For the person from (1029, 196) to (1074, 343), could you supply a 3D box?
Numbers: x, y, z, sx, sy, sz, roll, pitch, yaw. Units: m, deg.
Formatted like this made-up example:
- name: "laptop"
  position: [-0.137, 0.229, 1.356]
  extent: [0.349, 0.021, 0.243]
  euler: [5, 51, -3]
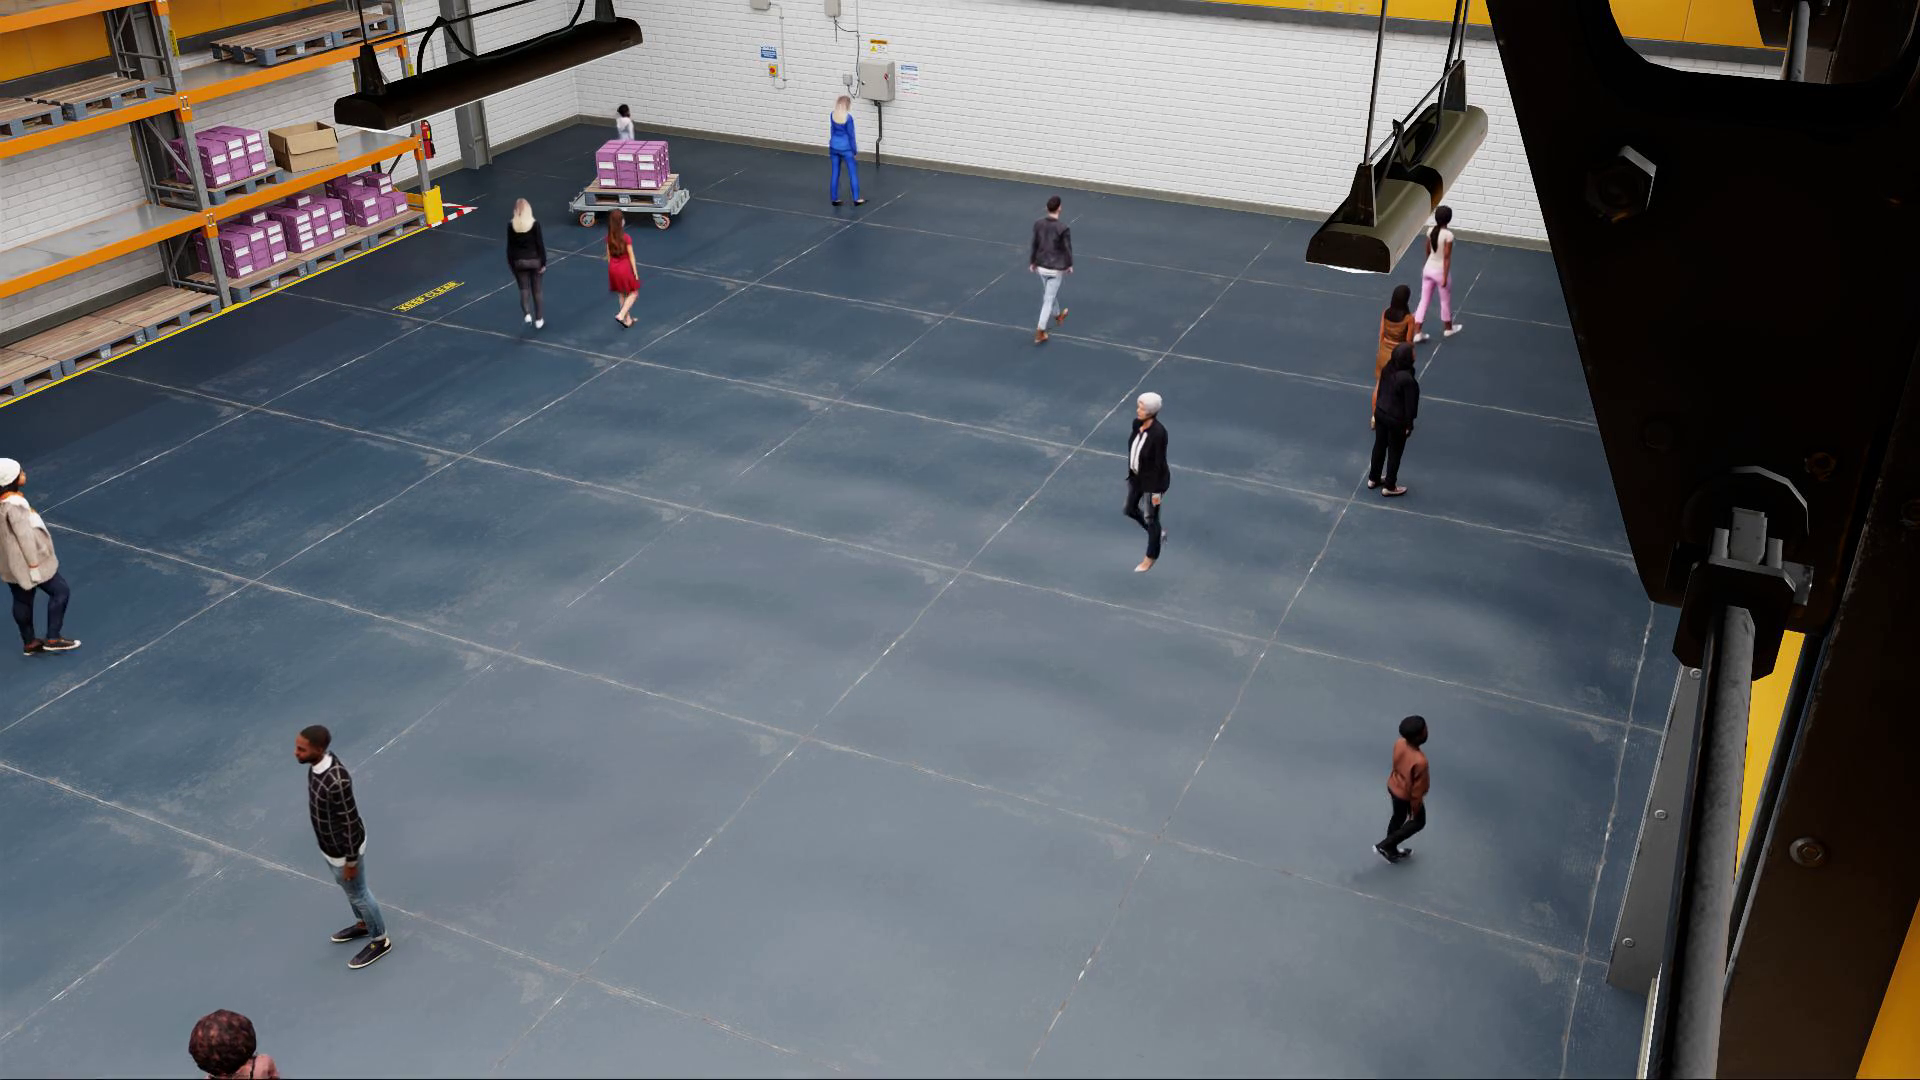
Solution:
- name: "person"
  position: [1.083, -3.300, 20.498]
  extent: [0.781, 1.800, 1.156]
  euler: [17, 33, 29]

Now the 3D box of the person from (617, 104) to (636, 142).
- name: "person"
  position: [-5.370, -6.334, 26.638]
  extent: [0.548, 1.246, 0.755]
  euler: [17, 33, 28]

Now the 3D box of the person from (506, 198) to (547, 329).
- name: "person"
  position: [-5.434, -3.417, 20.850]
  extent: [0.838, 1.669, 0.917]
  euler: [-1, 29, -3]

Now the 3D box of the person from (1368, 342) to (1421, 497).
- name: "person"
  position: [4.406, -1.240, 16.915]
  extent: [0.813, 1.615, 0.773]
  euler: [-14, 32, -24]

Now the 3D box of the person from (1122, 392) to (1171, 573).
- name: "person"
  position: [1.794, -0.532, 14.891]
  extent: [0.863, 1.773, 0.902]
  euler: [-12, 31, -21]

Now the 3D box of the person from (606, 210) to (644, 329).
- name: "person"
  position: [-4.269, -3.367, 20.885]
  extent: [0.552, 1.546, 0.759]
  euler: [11, 31, 20]

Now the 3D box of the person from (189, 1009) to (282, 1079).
- name: "person"
  position: [-3.599, 3.198, 8.626]
  extent: [1.050, 1.760, 1.040]
  euler: [-13, 31, -23]

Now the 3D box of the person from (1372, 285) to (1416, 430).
- name: "person"
  position: [4.742, -1.980, 18.193]
  extent: [0.623, 1.689, 0.623]
  euler: [-24, 37, -37]

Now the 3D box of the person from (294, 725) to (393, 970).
- name: "person"
  position: [-4.018, 1.960, 10.834]
  extent: [0.729, 1.820, 0.752]
  euler: [-19, 34, -31]

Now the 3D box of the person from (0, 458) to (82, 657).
- name: "person"
  position: [-8.020, 0.170, 14.051]
  extent: [0.733, 1.881, 0.683]
  euler: [16, 33, 27]

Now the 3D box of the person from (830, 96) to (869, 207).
- name: "person"
  position: [-1.792, -5.962, 25.493]
  extent: [0.738, 1.689, 0.674]
  euler: [11, 31, 19]

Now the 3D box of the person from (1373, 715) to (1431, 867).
- name: "person"
  position: [3.094, 1.790, 11.744]
  extent: [0.721, 1.247, 0.659]
  euler: [-8, 30, -15]

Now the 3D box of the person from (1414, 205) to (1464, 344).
- name: "person"
  position: [5.809, -3.252, 20.491]
  extent: [1.041, 1.723, 0.897]
  euler: [-17, 33, -28]
